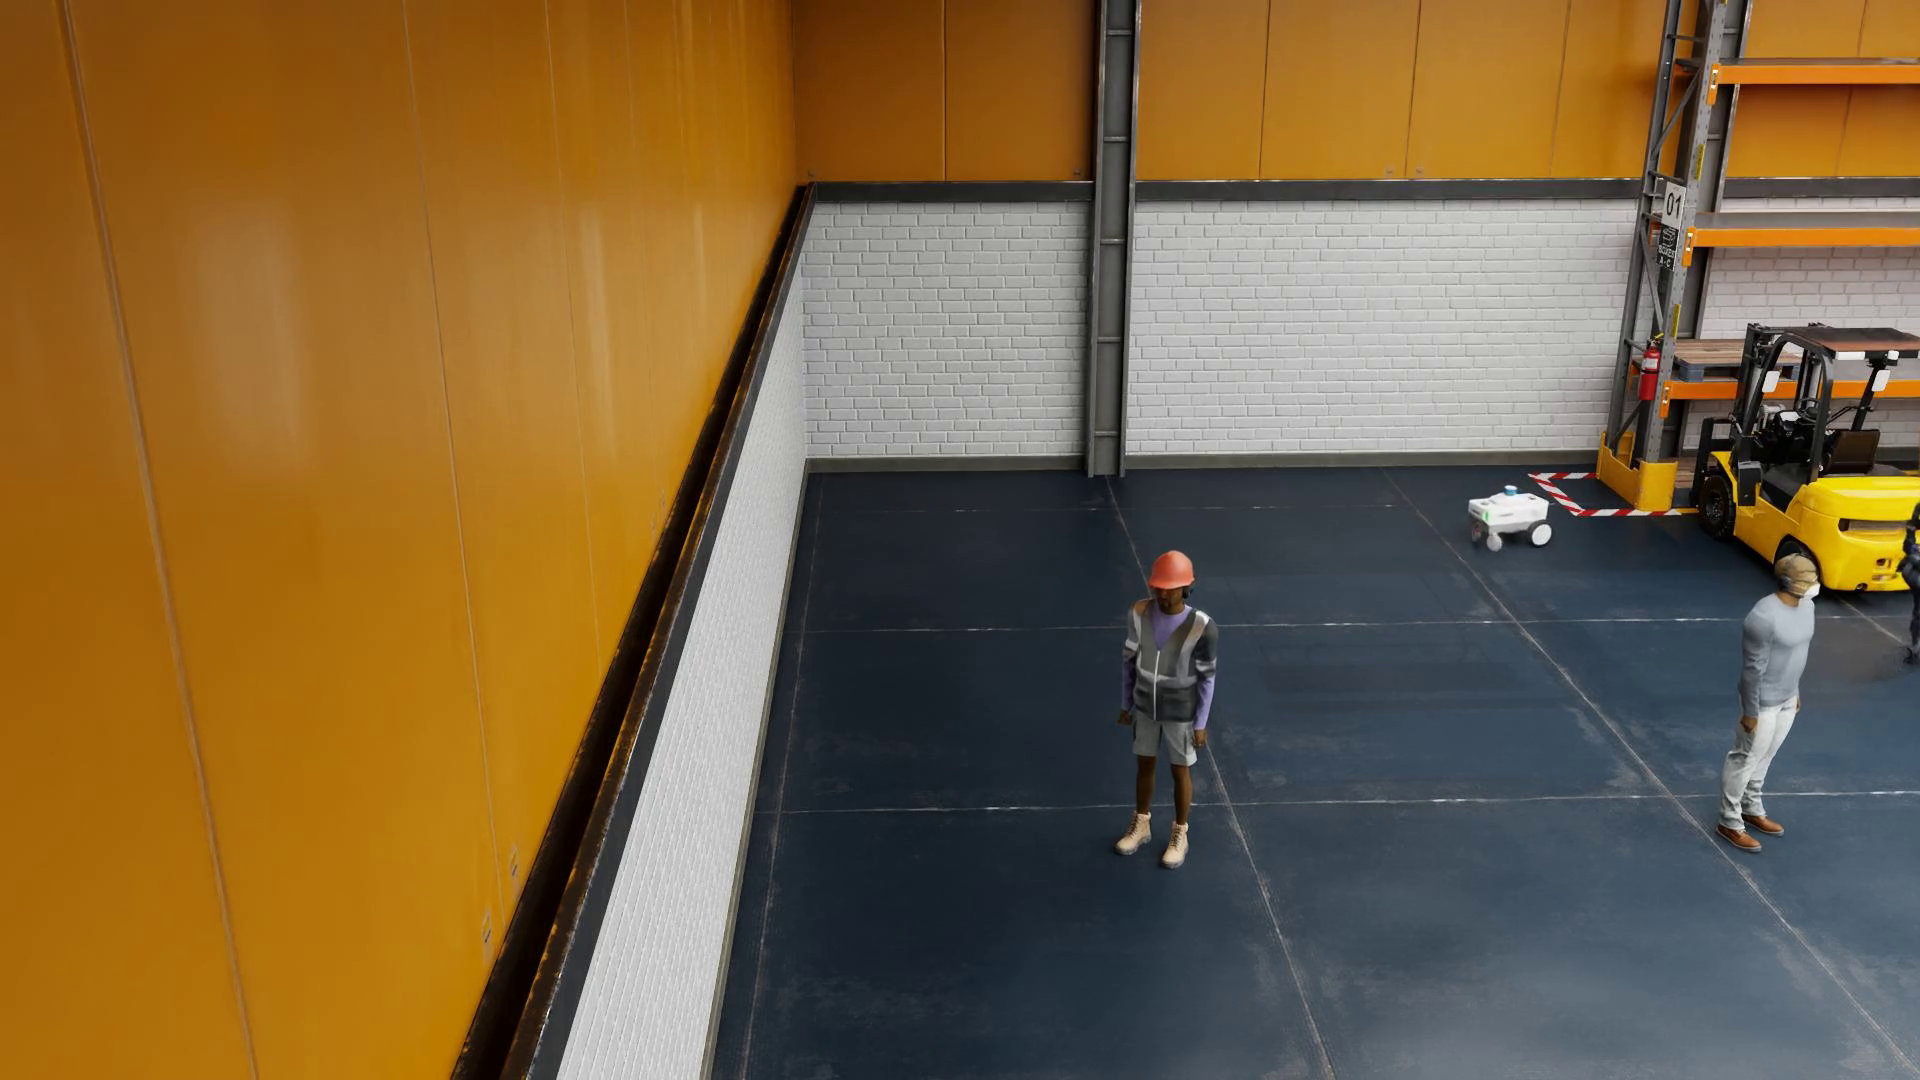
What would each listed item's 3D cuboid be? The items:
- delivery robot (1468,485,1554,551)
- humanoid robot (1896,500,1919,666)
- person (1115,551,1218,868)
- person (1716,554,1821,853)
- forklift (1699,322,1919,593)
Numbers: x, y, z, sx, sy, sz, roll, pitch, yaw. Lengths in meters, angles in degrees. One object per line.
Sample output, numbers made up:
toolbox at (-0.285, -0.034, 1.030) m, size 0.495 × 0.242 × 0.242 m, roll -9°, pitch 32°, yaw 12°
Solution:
delivery robot at (5.212, -0.211, 15.735) m, size 0.784 × 0.612 × 0.516 m, roll -6°, pitch 21°, yaw -15°
humanoid robot at (7.550, 0.217, 12.939) m, size 0.467 × 1.648 × 0.599 m, roll -12°, pitch 23°, yaw -29°
person at (1.251, 1.029, 10.200) m, size 0.606 × 2.048 × 0.366 m, roll 12°, pitch 24°, yaw 30°
person at (5.083, 1.001, 10.429) m, size 0.629 × 1.940 × 0.372 m, roll -15°, pitch 25°, yaw -36°
forklift at (7.809, -0.792, 14.926) m, size 1.214 × 2.155 × 2.313 m, roll -1°, pitch 20°, yaw -2°
